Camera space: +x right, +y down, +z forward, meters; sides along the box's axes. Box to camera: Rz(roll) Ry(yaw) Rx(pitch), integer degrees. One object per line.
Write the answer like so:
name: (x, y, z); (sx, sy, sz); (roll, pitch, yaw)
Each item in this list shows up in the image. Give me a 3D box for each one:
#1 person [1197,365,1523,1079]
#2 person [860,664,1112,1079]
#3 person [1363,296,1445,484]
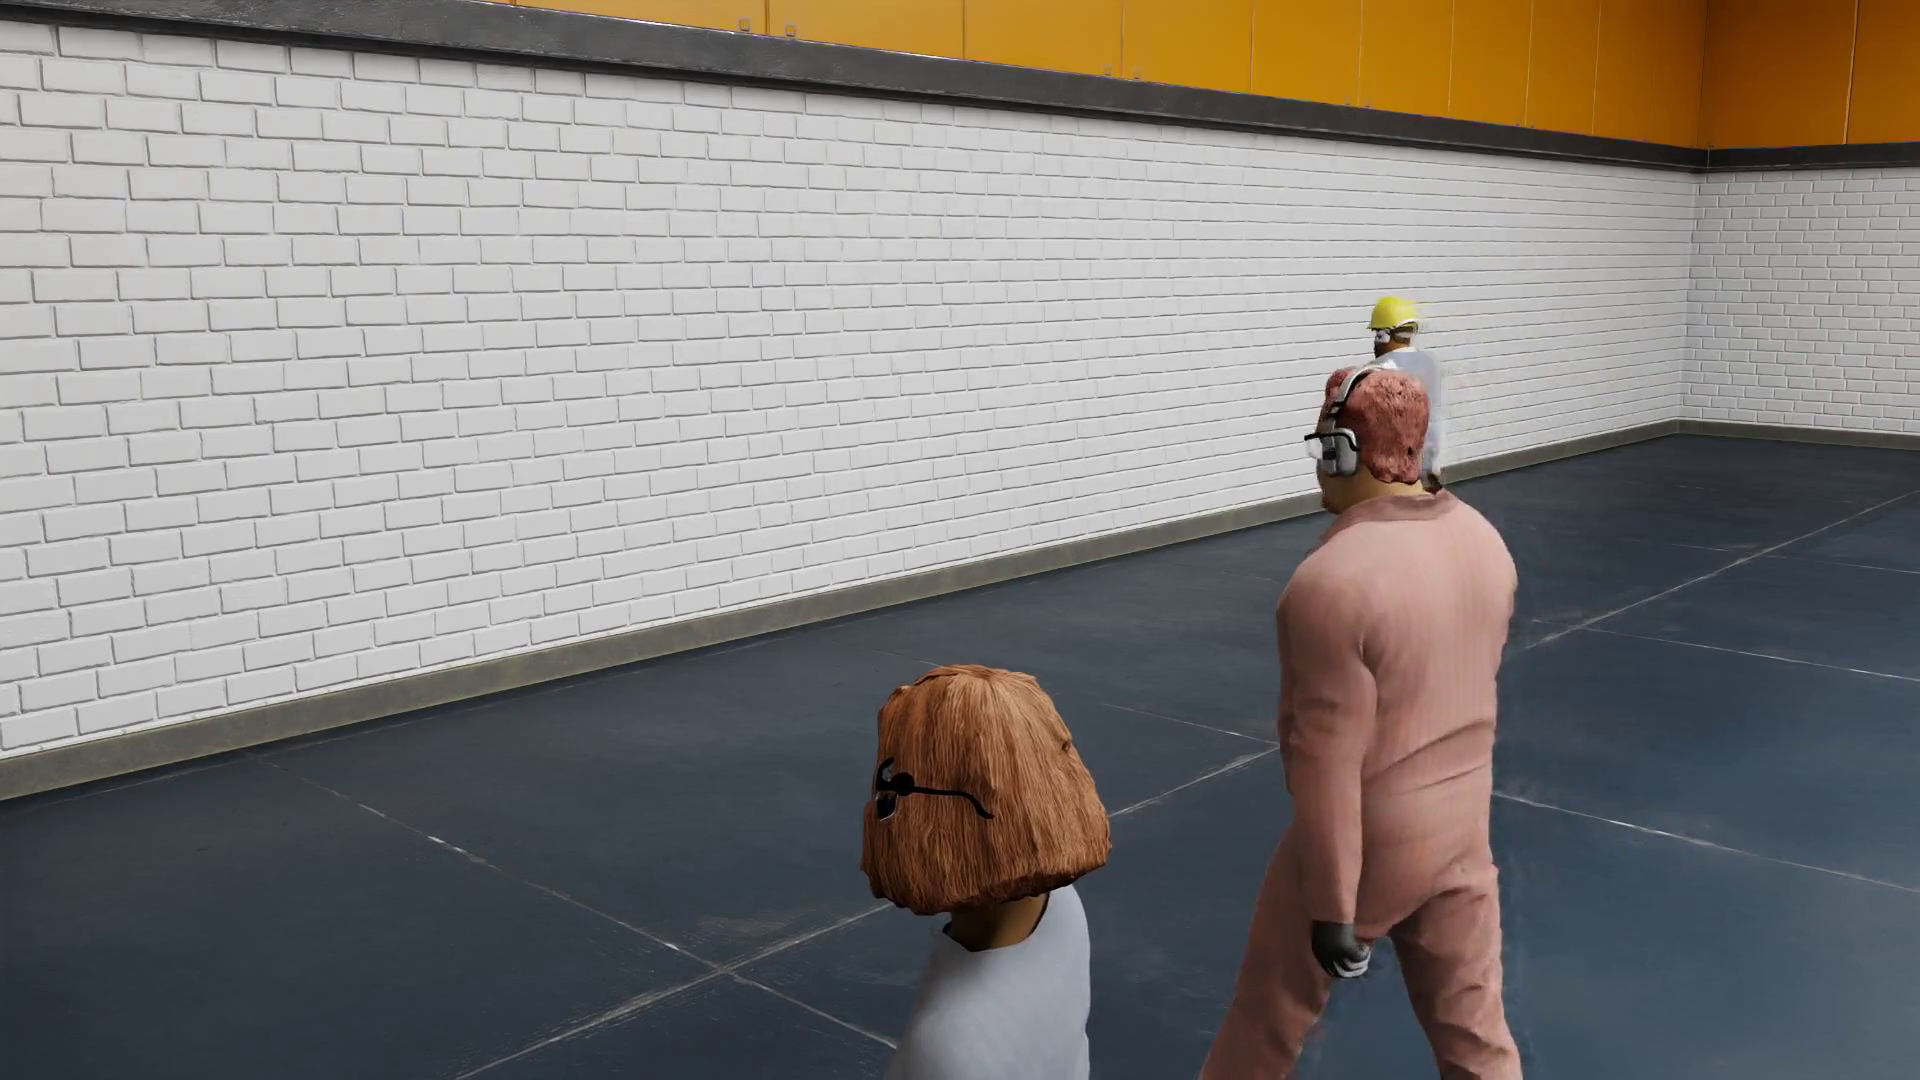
person: (0.790, 0.576, 3.364); (0.644, 1.847, 1.013); (-7, 12, -36)
person: (0.022, 0.940, 1.885); (0.280, 1.633, 0.503); (2, 10, 11)
person: (2.332, -0.416, 9.076); (0.632, 1.813, 0.478); (-7, 12, -36)
